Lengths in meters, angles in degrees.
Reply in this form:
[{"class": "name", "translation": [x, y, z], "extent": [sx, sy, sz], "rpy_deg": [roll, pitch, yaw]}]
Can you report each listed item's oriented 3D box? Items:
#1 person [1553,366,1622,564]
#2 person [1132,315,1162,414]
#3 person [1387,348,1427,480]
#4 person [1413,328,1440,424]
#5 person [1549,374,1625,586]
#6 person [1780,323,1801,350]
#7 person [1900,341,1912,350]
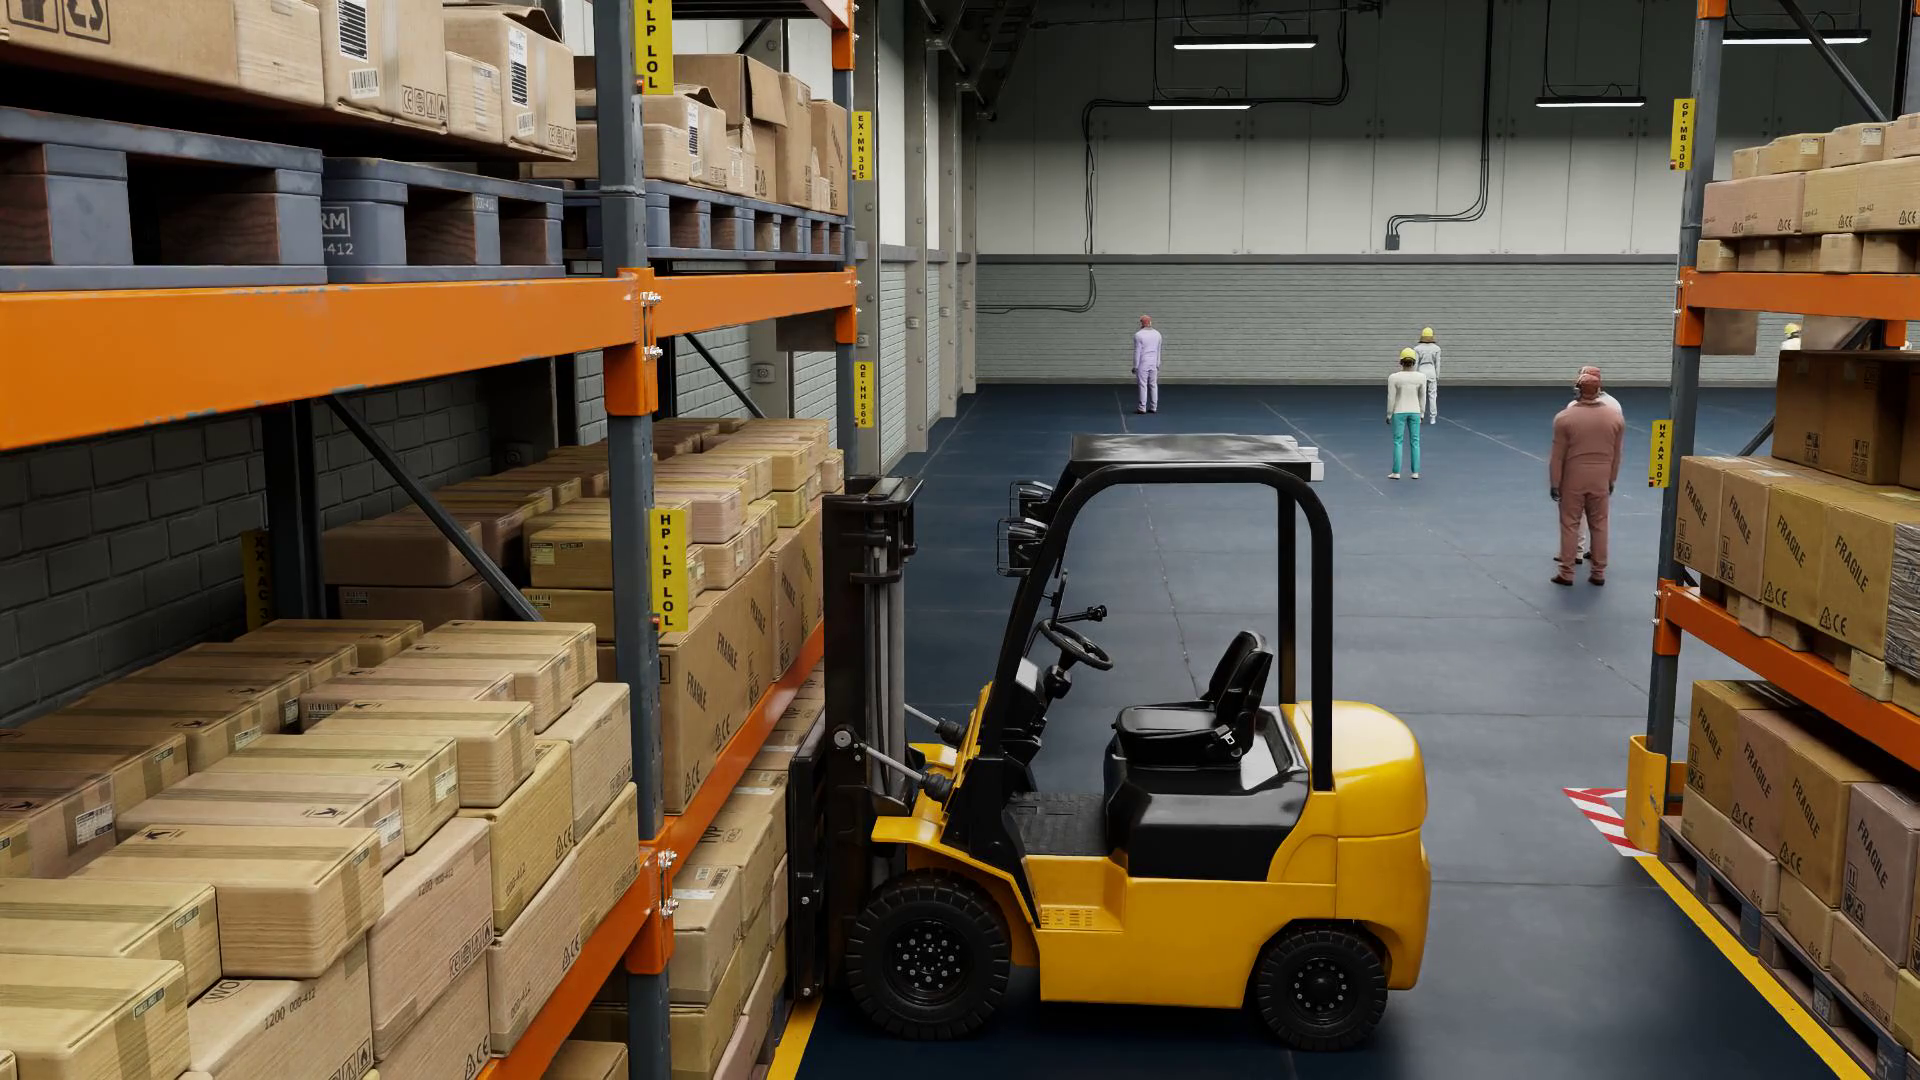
[{"class": "person", "translation": [6.021, -0.718, 16.016], "extent": [0.639, 1.903, 0.409], "rpy_deg": [-4, 10, -25]}, {"class": "person", "translation": [3.582, -3.385, 32.173], "extent": [0.642, 1.905, 0.399], "rpy_deg": [-6, 11, -33]}, {"class": "person", "translation": [5.975, -1.686, 22.290], "extent": [0.522, 1.768, 0.312], "rpy_deg": [0, 9, -1]}, {"class": "person", "translation": [8.447, -2.974, 30.164], "extent": [0.486, 1.744, 0.310], "rpy_deg": [1, 9, 6]}, {"class": "person", "translation": [5.581, -0.531, 14.899], "extent": [0.646, 1.905, 0.401], "rpy_deg": [0, 9, -1]}, {"class": "person", "translation": [15.295, -3.071, 30.555], "extent": [0.628, 1.798, 0.642], "rpy_deg": [-1, 9, -3]}, {"class": "person", "translation": [18.705, -3.420, 33.212], "extent": [0.508, 1.629, 0.317], "rpy_deg": [1, 9, 5]}]
